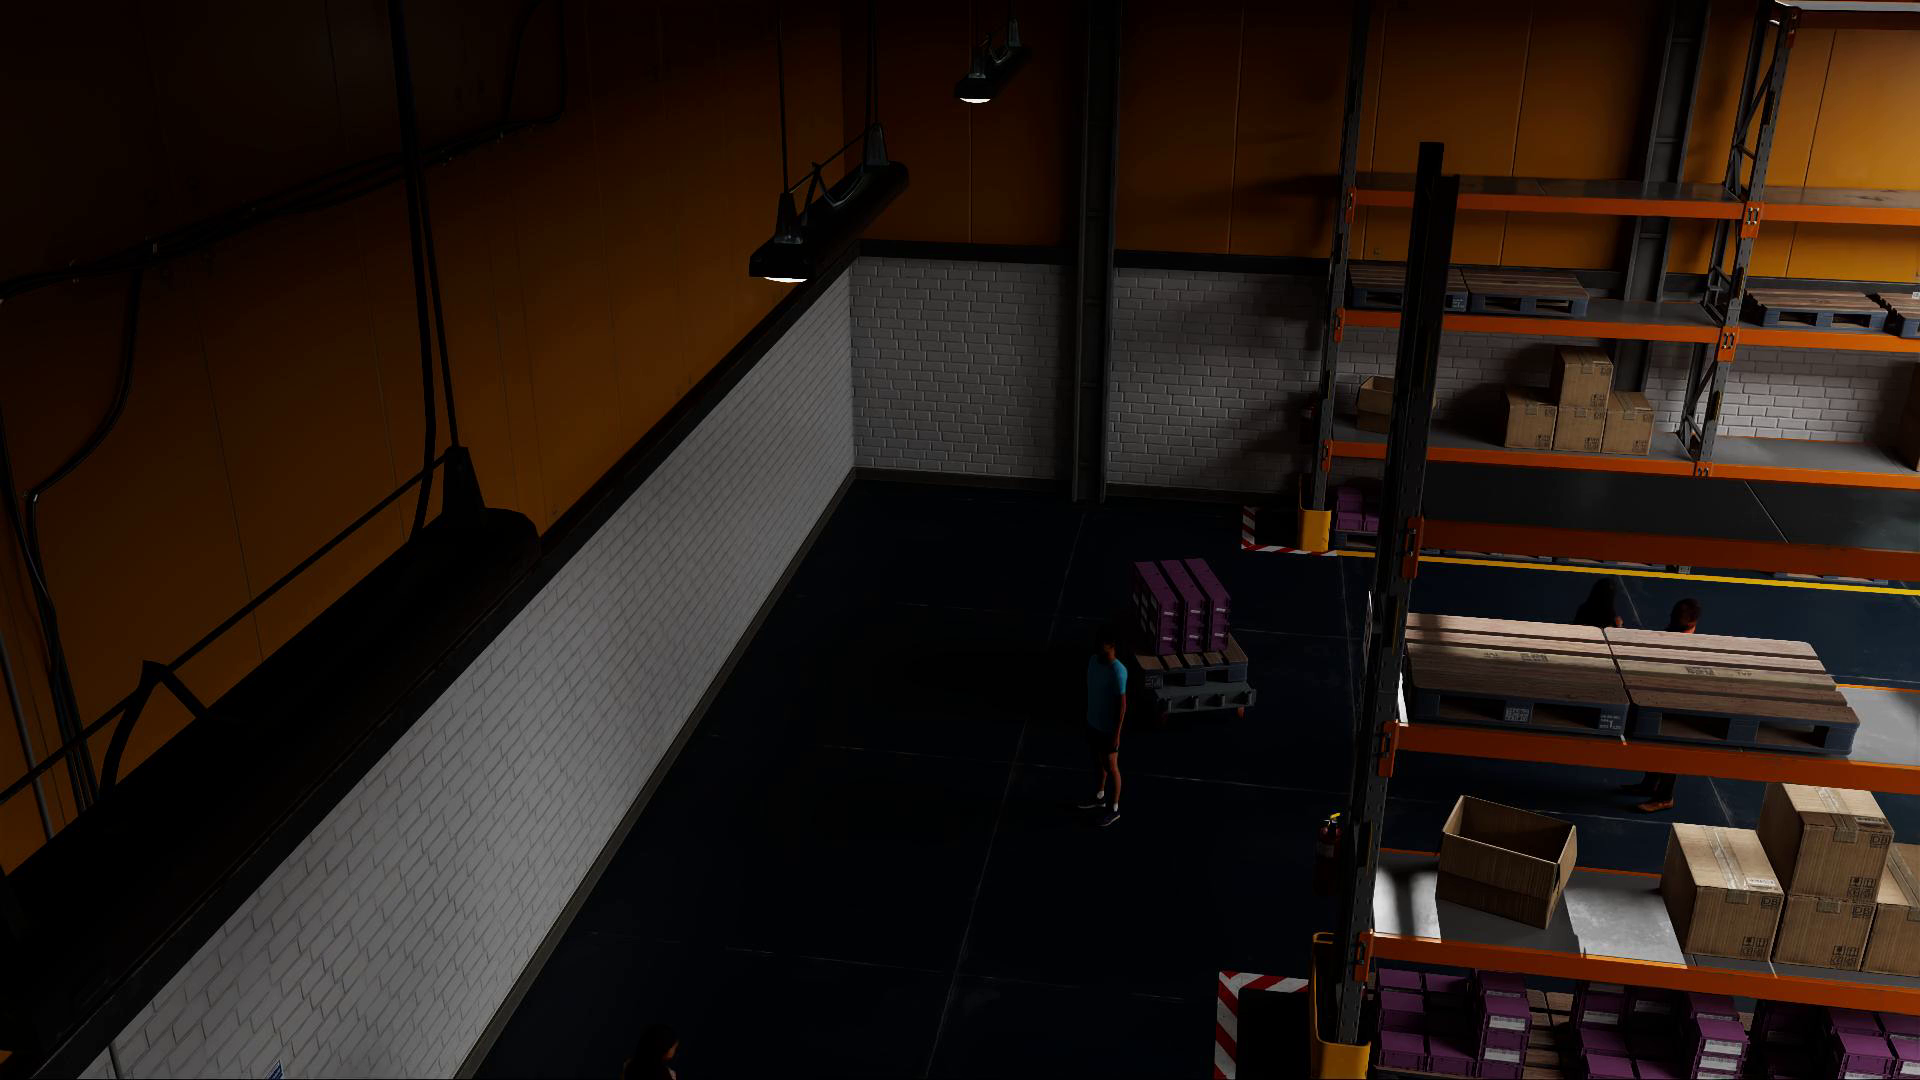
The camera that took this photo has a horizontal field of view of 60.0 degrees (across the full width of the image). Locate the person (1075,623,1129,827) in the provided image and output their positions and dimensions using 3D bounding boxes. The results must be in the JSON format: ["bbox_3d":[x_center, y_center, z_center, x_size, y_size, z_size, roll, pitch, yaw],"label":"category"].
[{"bbox_3d":[1.188,1.486,13.589,0.714,1.774,0.690,-12,26,-25],"label":"person"}]

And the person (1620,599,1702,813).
[{"bbox_3d":[5.868,1.346,13.744,0.689,1.908,0.744,-1,24,-3],"label":"person"}]

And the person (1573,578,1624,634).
[{"bbox_3d":[5.511,1.116,14.613,0.896,1.633,0.838,-20,31,-38],"label":"person"}]
